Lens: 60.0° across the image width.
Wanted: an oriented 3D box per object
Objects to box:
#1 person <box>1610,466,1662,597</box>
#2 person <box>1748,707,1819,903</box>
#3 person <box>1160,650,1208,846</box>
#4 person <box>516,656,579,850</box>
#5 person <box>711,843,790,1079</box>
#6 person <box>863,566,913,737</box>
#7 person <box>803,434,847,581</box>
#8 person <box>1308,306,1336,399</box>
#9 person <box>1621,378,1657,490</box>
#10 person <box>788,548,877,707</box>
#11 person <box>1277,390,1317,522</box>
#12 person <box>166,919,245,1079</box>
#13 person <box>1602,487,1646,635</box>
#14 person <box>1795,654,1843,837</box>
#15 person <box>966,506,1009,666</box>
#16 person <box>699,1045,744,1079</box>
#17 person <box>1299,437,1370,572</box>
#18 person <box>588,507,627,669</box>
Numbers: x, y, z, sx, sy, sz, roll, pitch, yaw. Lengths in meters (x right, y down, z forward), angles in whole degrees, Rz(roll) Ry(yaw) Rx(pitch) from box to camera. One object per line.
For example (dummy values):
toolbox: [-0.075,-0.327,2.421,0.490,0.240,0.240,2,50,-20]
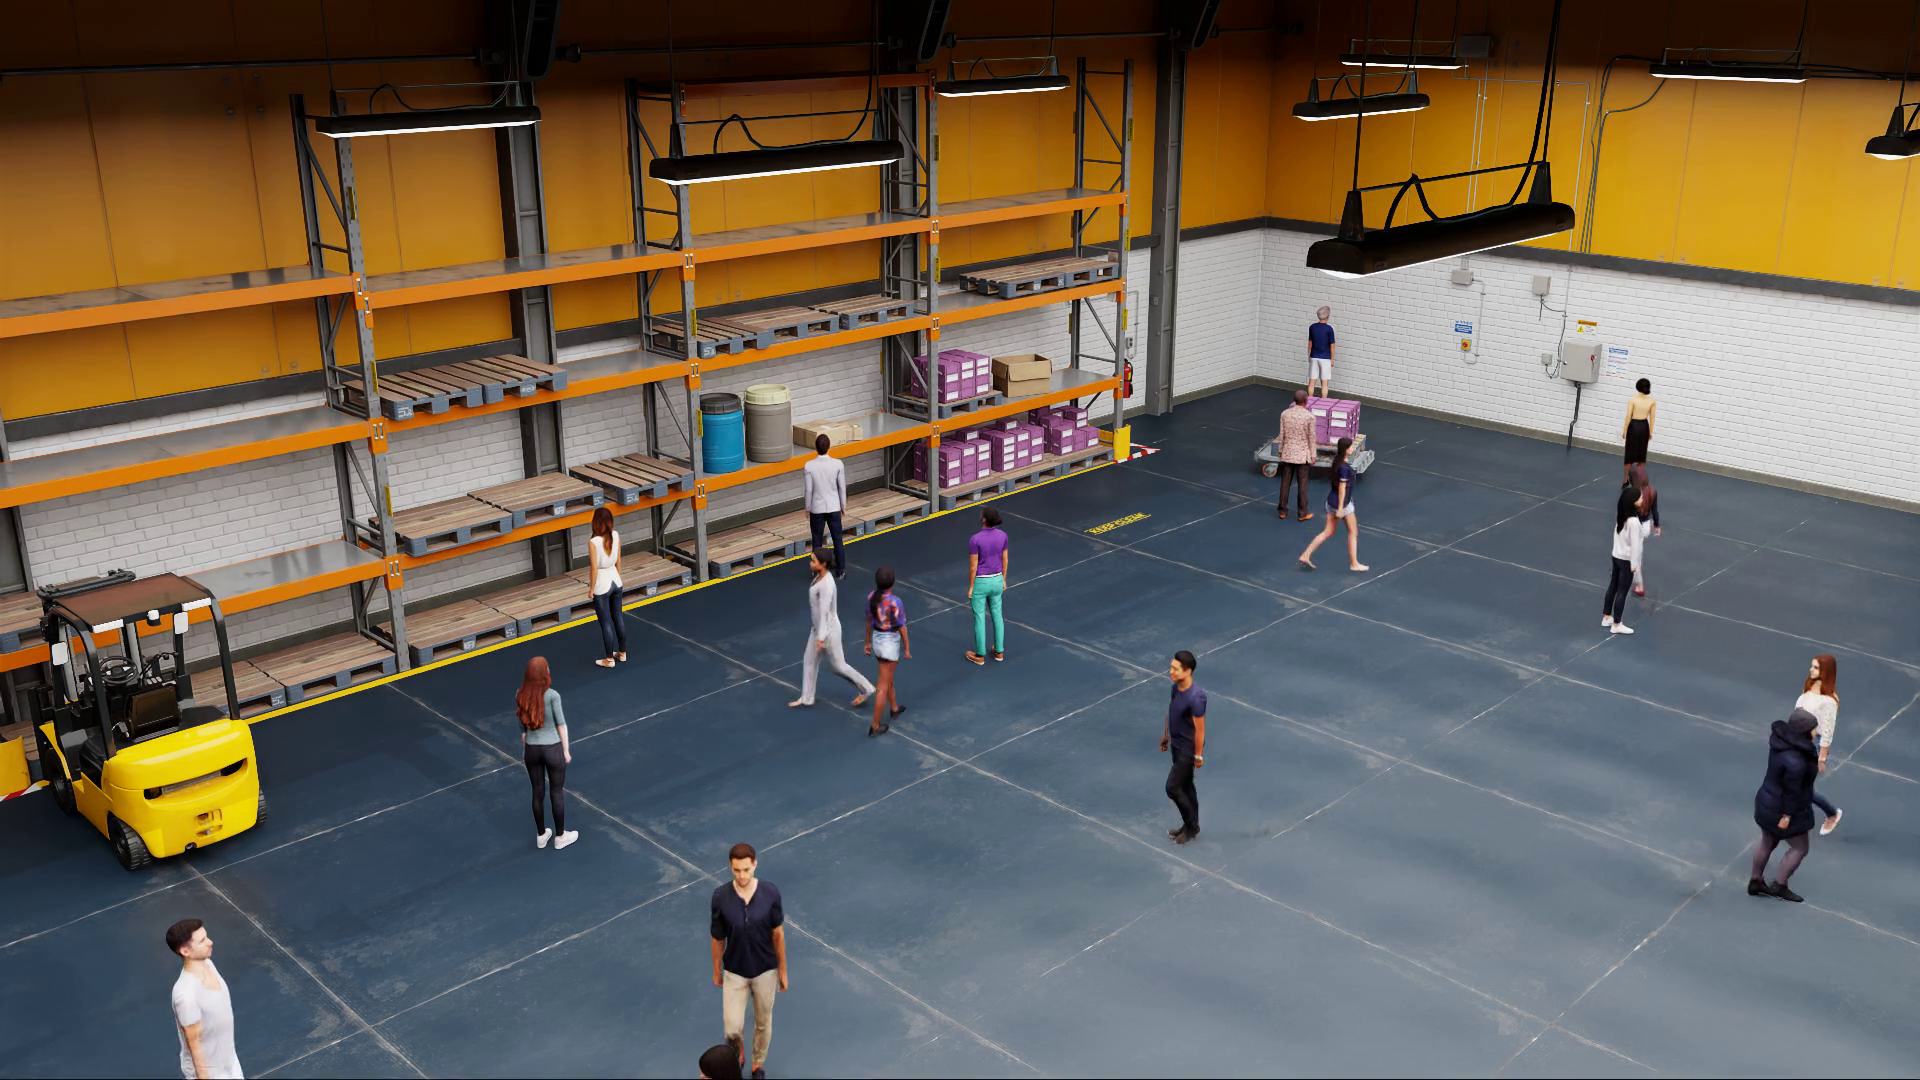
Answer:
person: [8.148,-0.074,19.947,0.955,1.573,0.953,-5,19,-13]
person: [6.509,2.112,13.311,0.852,1.665,0.779,2,19,6]
person: [2.011,1.753,14.201,0.781,1.779,0.762,-4,19,-11]
person: [-3.525,1.804,14.113,0.670,1.738,0.694,5,19,13]
person: [-1.390,2.791,11.010,0.713,1.847,0.806,-4,19,-10]
person: [-0.784,1.102,16.225,0.660,1.719,0.905,14,23,36]
person: [-1.660,-0.399,20.476,0.727,1.853,0.830,-3,19,-10]
person: [6.197,-3.117,28.566,0.668,1.839,0.607,13,22,33]
person: [9.850,-1.540,24.174,0.672,1.655,0.722,1,19,4]
person: [-1.266,0.911,16.814,1.210,1.706,1.016,-4,19,-13]
person: [4.618,-1.170,22.834,0.738,1.808,0.666,11,22,30]
person: [-4.605,3.129,10.010,1.100,1.845,0.998,-3,19,-8]
person: [7.546,0.212,18.900,0.747,1.700,0.694,-1,19,-2]
person: [7.340,1.777,14.220,0.921,1.720,0.850,-1,19,-3]
person: [0.295,0.475,18.014,0.606,1.766,0.757,-9,21,-26]
person: [-1.248,3.494,9.250,0.692,1.639,0.682,-6,19,-17]
person: [4.644,-0.421,20.736,1.137,1.727,1.029,-2,19,-5]
person: [-3.787,0.503,17.900,0.675,1.785,0.512,13,22,33]
